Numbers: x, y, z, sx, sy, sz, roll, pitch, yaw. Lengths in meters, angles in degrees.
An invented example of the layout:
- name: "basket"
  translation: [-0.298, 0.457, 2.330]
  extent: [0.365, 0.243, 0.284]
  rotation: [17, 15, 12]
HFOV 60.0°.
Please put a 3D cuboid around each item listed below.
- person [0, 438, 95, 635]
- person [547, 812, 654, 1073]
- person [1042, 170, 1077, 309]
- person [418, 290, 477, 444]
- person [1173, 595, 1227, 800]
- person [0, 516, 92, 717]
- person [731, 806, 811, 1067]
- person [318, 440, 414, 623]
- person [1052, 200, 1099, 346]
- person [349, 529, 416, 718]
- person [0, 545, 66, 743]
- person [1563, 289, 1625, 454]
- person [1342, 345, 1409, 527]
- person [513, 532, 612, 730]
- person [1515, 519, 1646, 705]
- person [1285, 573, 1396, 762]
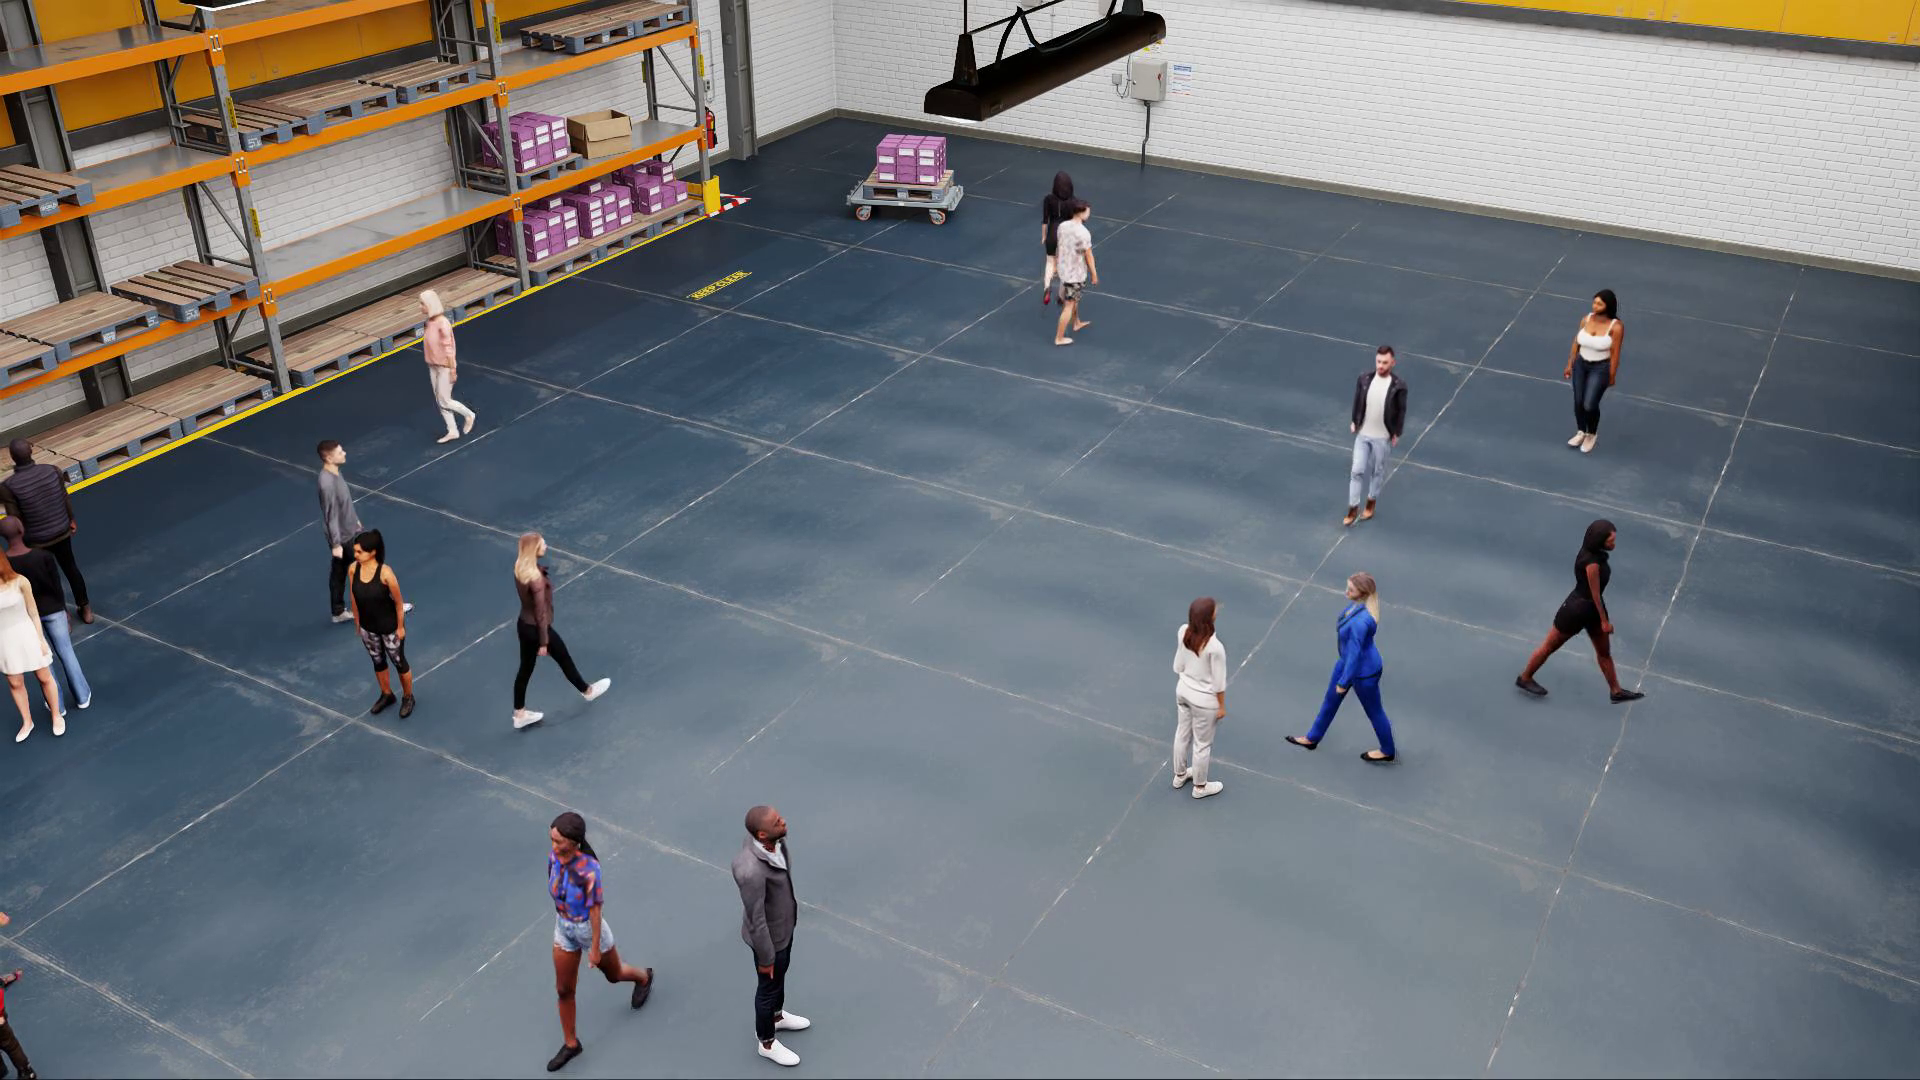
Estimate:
- name: "person"
  translation: [-7.893, -0.051, 14.364]
  extent: [0.766, 1.836, 0.529]
  rotation: [19, 34, 30]
- name: "person"
  translation: [-2.210, 2.353, 10.087]
  extent: [0.578, 1.712, 1.091]
  rotation: [15, 32, 26]
- name: "person"
  translation: [1.255, -3.790, 21.262]
  extent: [0.726, 1.794, 0.897]
  rotation: [6, 29, 12]
- name: "person"
  translation: [-5.474, -1.870, 17.831]
  extent: [0.678, 1.709, 0.745]
  rotation: [24, 37, 37]
- name: "person"
  translation: [1.772, 1.150, 12.319]
  extent: [0.643, 1.685, 0.664]
  rotation: [-22, 35, -34]
- name: "person"
  translation: [-7.333, 0.607, 13.251]
  extent: [0.614, 1.747, 0.733]
  rotation: [-18, 33, -30]
- name: "person"
  translation: [-1.151, 2.338, 10.000]
  extent: [0.851, 1.821, 0.673]
  rotation: [4, 29, 8]
- name: "person"
  translation: [-5.451, -0.041, 14.444]
  extent: [1.039, 1.741, 0.952]
  rotation: [-10, 30, -18]
- name: "person"
  translation: [1.303, -3.238, 20.262]
  extent: [1.095, 1.782, 0.929]
  rotation: [-19, 34, -30]
- name: "person"
  translation: [-4.614, 0.649, 13.262]
  extent: [0.629, 1.663, 0.592]
  rotation: [7, 29, 12]
- name: "person"
  translation: [-7.358, 0.773, 12.984]
  extent: [0.648, 1.711, 0.710]
  rotation: [-8, 30, -14]
- name: "person"
  translation: [6.764, -1.817, 17.642]
  extent: [0.795, 1.797, 0.766]
  rotation: [-19, 34, -31]
- name: "person"
  translation: [4.078, -1.071, 16.249]
  extent: [0.705, 1.821, 0.821]
  rotation: [13, 31, 22]
- name: "person"
  translation: [-3.411, 0.748, 13.085]
  extent: [1.151, 1.657, 0.864]
  rotation: [-22, 35, -34]
- name: "person"
  translation: [4.868, 0.602, 13.332]
  extent: [0.685, 1.678, 1.152]
  rotation: [13, 31, 23]
- name: "person"
  translation: [3.130, 0.997, 12.627]
  extent: [0.985, 1.660, 1.106]
  rotation: [4, 29, 7]
